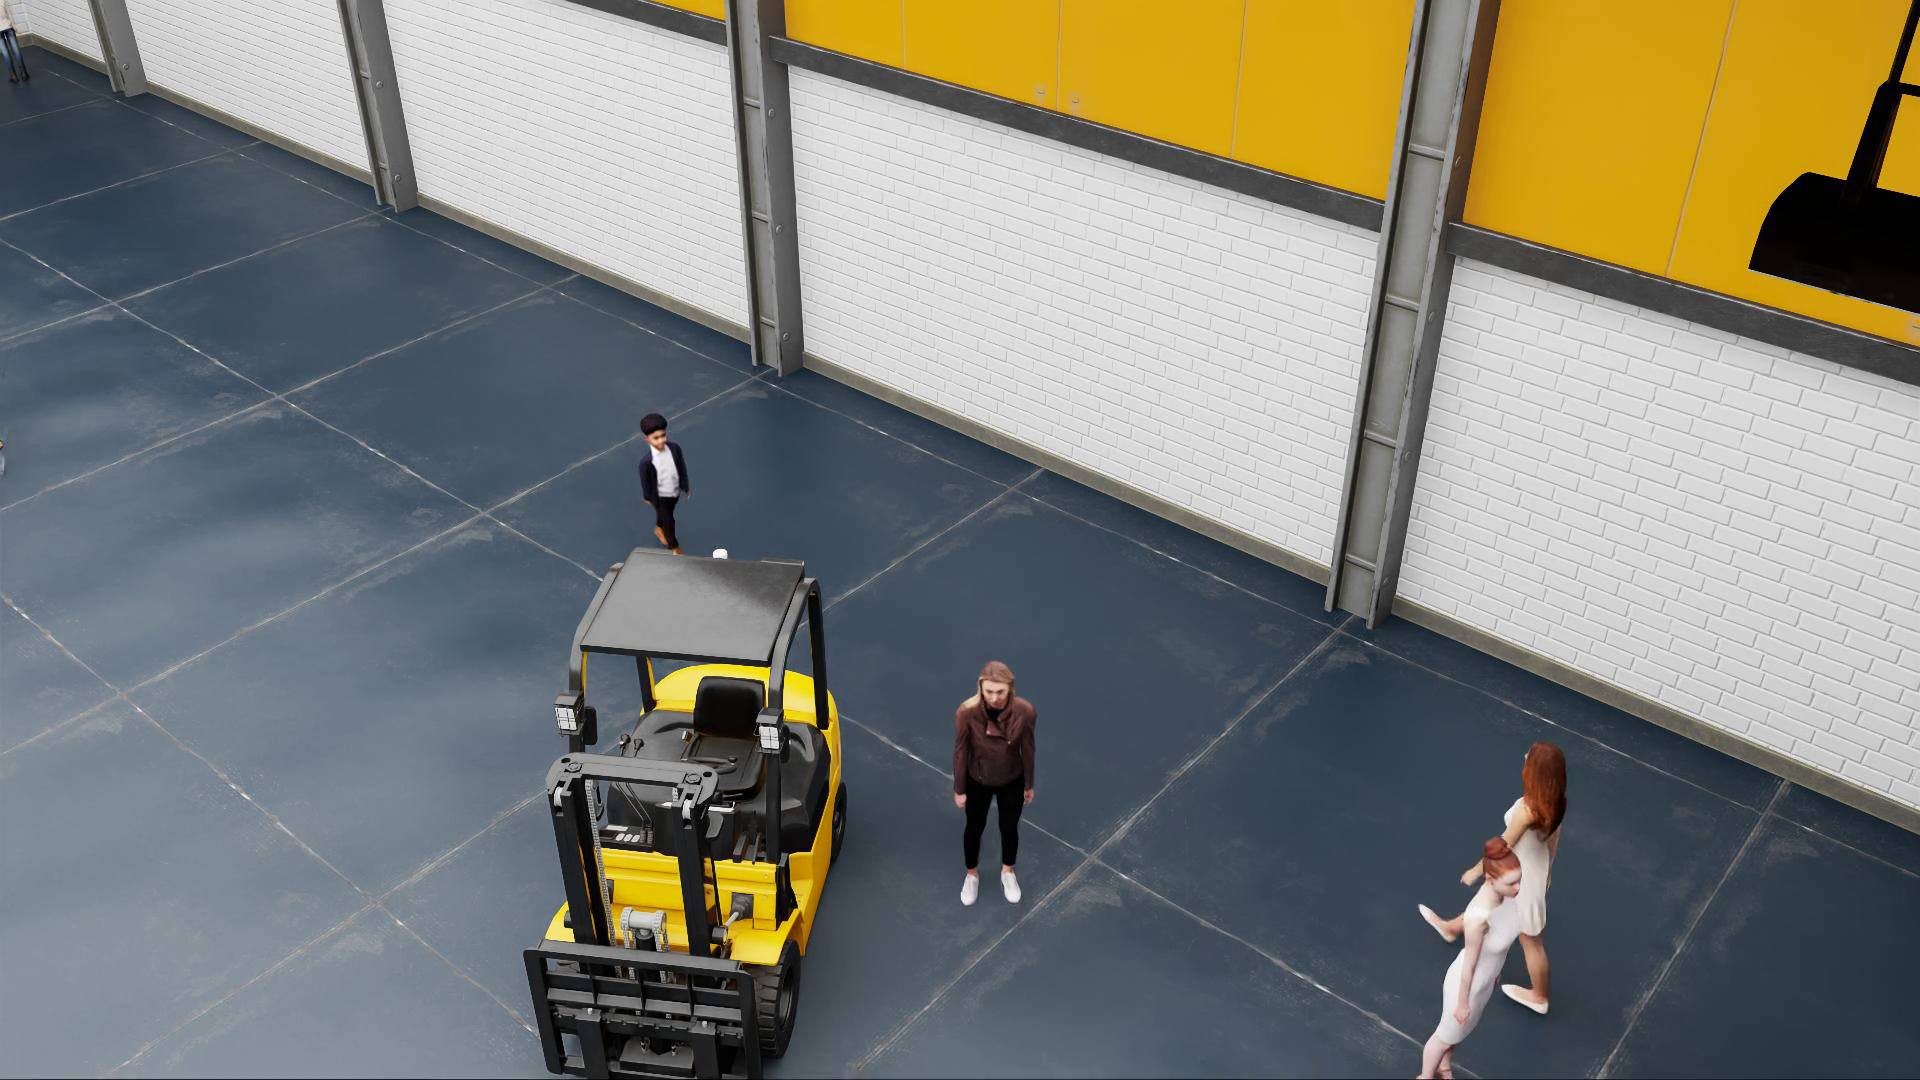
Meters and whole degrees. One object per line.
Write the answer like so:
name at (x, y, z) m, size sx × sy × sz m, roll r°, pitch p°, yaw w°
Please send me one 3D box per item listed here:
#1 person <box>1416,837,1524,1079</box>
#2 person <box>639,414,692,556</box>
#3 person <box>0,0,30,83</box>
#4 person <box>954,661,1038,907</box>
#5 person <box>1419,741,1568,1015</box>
person at (2.487, 2.144, 8.102) m, size 0.481 × 1.793 × 0.574 m, roll 26°, pitch 41°, yaw 33°
person at (-2.241, -0.418, 12.492) m, size 0.580 × 1.200 × 0.868 m, roll -26°, pitch 41°, yaw -33°
person at (-12.555, -6.685, 21.818) m, size 0.513 × 1.313 × 0.510 m, roll -22°, pitch 40°, yaw -30°
person at (0.197, 1.353, 9.373) m, size 0.658 × 1.703 × 0.725 m, roll -2°, pitch 34°, yaw -3°
person at (3.027, 1.822, 8.700) m, size 1.083 × 1.667 × 0.570 m, roll 27°, pitch 42°, yaw 34°
